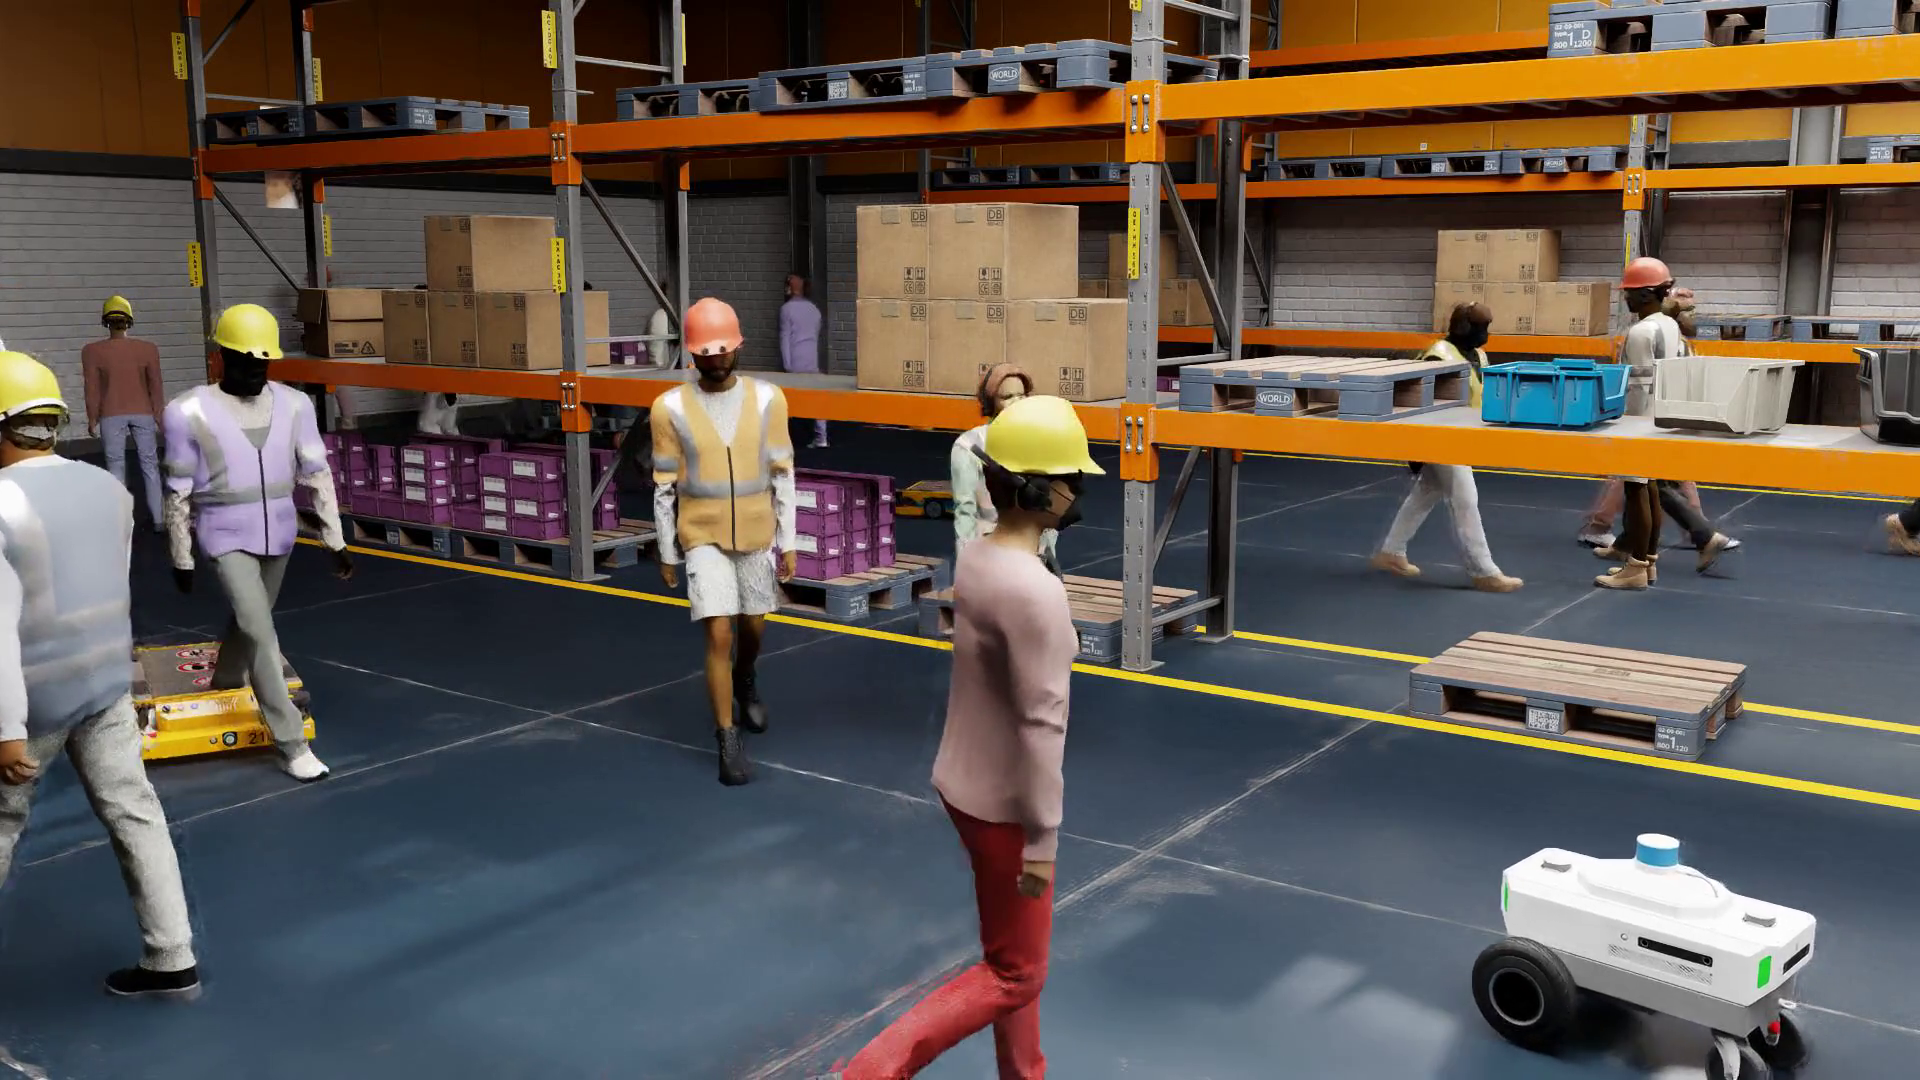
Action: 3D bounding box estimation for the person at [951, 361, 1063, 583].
[{"bbox_3d":[0.191,0.109,6.642,0.518,1.648,0.344,-8,12,-39],"label":"person"}]

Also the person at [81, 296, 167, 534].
[{"bbox_3d":[-6.133,-0.901,12.219,0.528,1.767,0.330,-7,12,-34],"label":"person"}]

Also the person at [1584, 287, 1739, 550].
[{"bbox_3d":[4.871,-0.819,11.513,1.011,1.848,0.649,3,10,19],"label":"person"}]

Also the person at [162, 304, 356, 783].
[{"bbox_3d":[-2.862,-0.012,6.668,1.022,1.869,0.603,7,12,38],"label":"person"}]

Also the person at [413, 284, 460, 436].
[{"bbox_3d":[-4.652,-1.364,14.819,0.552,1.817,0.648,-4,10,-20],"label":"person"}]

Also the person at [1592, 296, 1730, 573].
[{"bbox_3d":[4.646,-0.695,10.885,0.520,1.812,0.885,-8,13,-41],"label":"person"}]

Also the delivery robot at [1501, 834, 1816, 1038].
[{"bbox_3d":[1.768,0.996,4.246,0.707,0.478,0.477,9,13,44],"label":"delivery robot"}]

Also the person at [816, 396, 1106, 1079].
[{"bbox_3d":[0.020,0.561,3.592,0.669,1.749,0.534,-3,10,-15],"label":"person"}]

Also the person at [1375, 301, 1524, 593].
[{"bbox_3d":[3.050,-0.590,10.371,1.001,1.788,0.634,8,12,38],"label":"person"}]

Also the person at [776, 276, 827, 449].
[{"bbox_3d":[-1.811,-1.911,17.972,0.988,1.854,0.669,8,12,39],"label":"person"}]

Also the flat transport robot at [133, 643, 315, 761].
[{"bbox_3d":[-3.313,0.663,7.352,0.652,0.197,1.431,-5,11,-29],"label":"flat transport robot"}]

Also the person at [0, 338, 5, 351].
[{"bbox_3d":[-6.913,-0.835,11.602,0.579,1.851,0.850,-2,10,-13],"label":"person"}]

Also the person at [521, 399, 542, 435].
[{"bbox_3d":[-4.845,-2.029,19.447,0.805,1.592,0.528,-9,13,-43],"label":"person"}]

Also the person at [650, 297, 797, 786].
[{"bbox_3d":[-0.967,-0.027,6.709,0.574,1.900,0.875,-3,10,-19],"label":"person"}]

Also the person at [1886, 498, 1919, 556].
[{"bbox_3d":[6.794,-0.844,11.066,0.686,2.000,0.901,-8,13,-40],"label":"person"}]

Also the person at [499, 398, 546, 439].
[{"bbox_3d":[-5.031,-2.079,19.070,0.833,1.835,0.507,7,12,35],"label":"person"}]

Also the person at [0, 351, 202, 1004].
[{"bbox_3d":[-2.520,0.391,4.488,0.941,1.777,0.601,3,10,15],"label":"person"}]

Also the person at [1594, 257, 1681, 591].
[{"bbox_3d":[4.179,-0.706,10.239,0.371,2.044,0.608,7,12,36],"label":"person"}]

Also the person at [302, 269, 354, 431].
[{"bbox_3d":[-7.287,-2.117,18.852,0.656,1.963,0.817,9,13,42],"label":"person"}]

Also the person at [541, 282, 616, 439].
[{"bbox_3d":[-4.361,-2.042,18.930,1.007,1.802,0.549,-7,12,-36],"label":"person"}]

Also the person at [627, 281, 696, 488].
[{"bbox_3d":[-2.547,-1.292,14.191,0.757,1.894,0.692,3,10,19],"label":"person"}]

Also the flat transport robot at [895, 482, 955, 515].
[{"bbox_3d":[0.177,-0.326,13.239,1.431,0.197,0.652,2,10,12],"label":"flat transport robot"}]
